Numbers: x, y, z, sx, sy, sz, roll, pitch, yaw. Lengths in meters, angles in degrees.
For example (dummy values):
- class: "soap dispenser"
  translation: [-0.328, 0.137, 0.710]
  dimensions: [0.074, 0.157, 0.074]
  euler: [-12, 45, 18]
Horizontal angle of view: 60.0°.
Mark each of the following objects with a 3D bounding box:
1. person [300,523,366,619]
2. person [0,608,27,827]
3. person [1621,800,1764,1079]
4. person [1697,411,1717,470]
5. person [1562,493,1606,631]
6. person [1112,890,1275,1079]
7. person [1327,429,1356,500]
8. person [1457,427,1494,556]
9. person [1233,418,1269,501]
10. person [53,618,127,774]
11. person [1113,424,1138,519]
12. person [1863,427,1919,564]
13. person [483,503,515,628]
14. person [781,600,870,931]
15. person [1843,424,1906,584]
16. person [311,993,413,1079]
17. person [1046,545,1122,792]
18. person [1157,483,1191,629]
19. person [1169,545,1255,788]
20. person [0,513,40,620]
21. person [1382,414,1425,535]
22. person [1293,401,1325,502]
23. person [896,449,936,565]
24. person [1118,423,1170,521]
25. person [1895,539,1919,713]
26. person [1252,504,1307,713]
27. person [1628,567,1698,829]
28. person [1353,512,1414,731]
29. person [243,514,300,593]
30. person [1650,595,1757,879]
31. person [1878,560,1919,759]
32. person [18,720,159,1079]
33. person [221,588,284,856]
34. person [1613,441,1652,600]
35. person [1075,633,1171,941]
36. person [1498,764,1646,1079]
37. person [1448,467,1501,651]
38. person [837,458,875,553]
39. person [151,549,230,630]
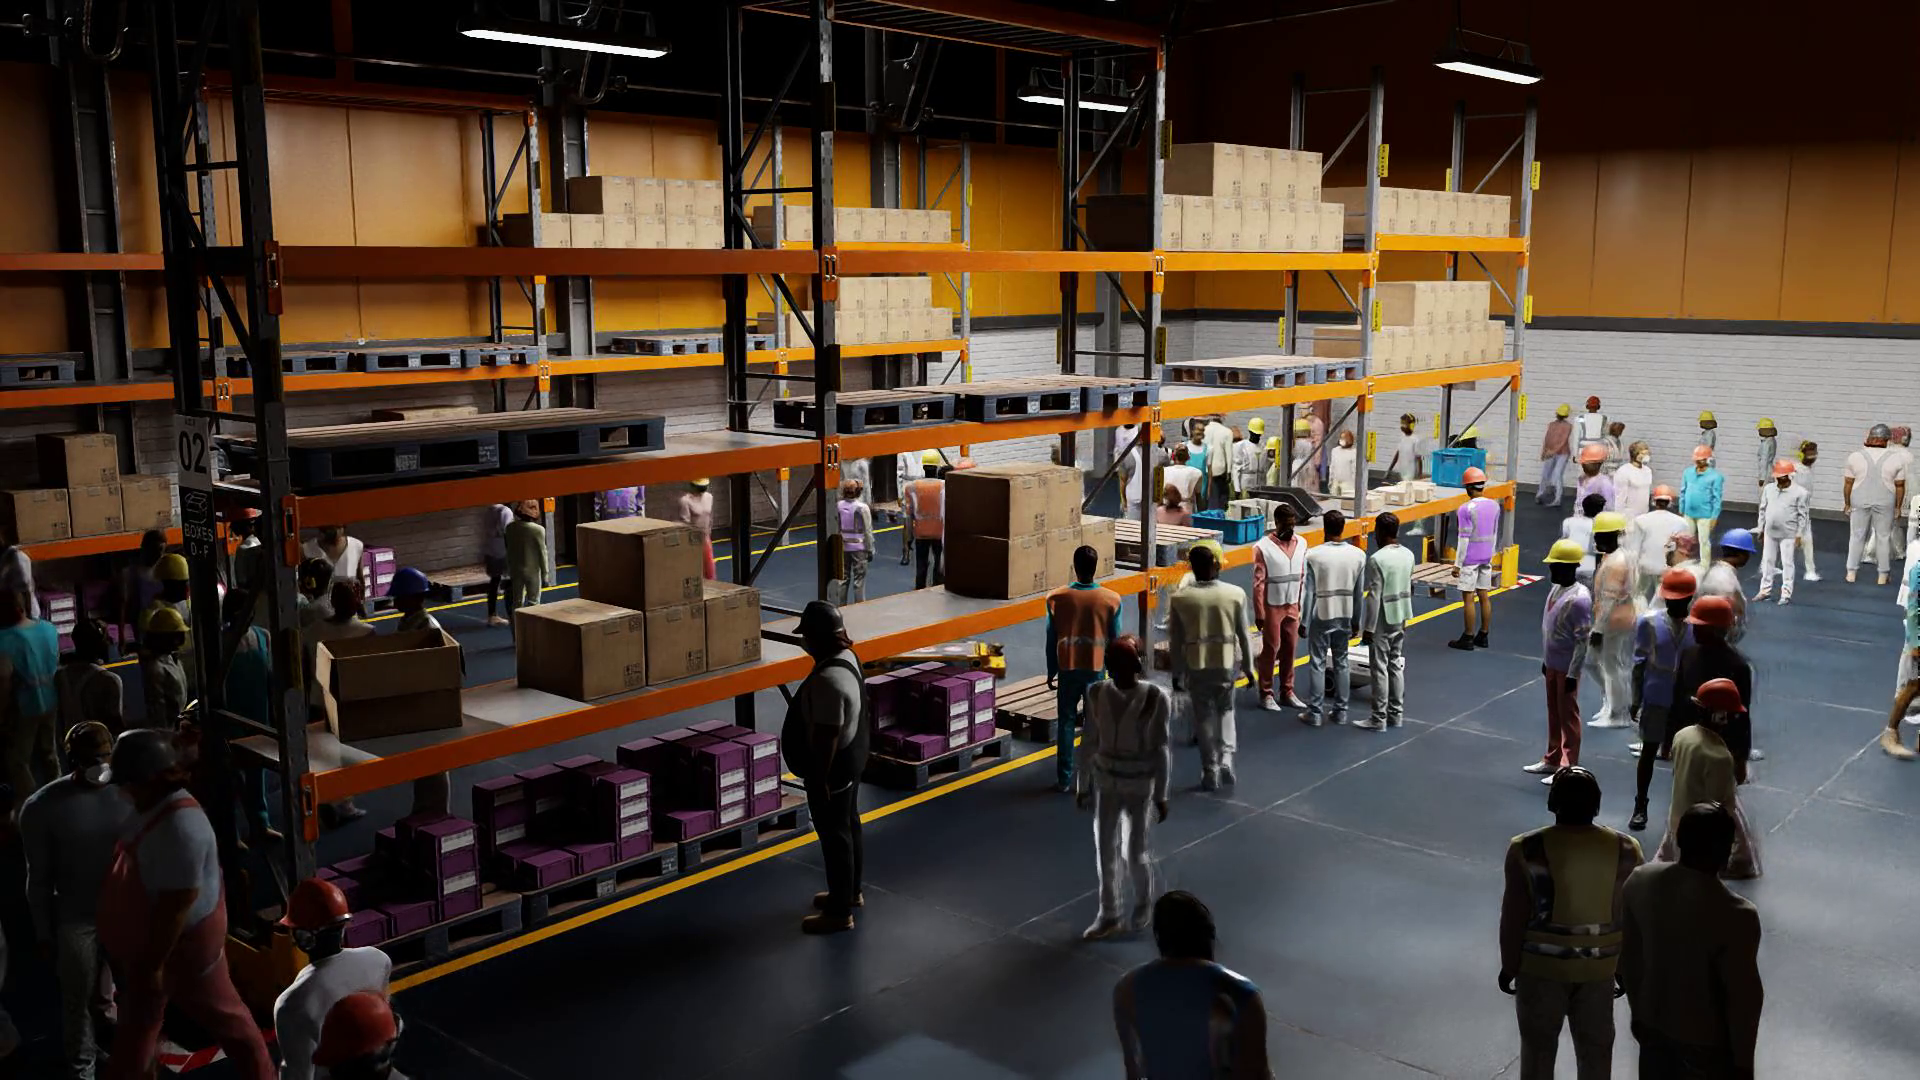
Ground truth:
- class: "person"
  translation: [-5.763, 0.607, 15.337]
  dimensions: [0.565, 1.819, 0.461]
  euler: [-5, 11, -30]
- class: "person"
  translation: [-6.987, 1.096, 11.934]
  dimensions: [0.710, 1.969, 0.865]
  euler: [0, 10, -1]
- class: "person"
  translation: [2.946, 1.990, 6.722]
  dimensions: [0.373, 1.935, 0.628]
  euler: [-5, 11, -27]
- class: "person"
  translation: [11.697, -1.161, 26.129]
  dimensions: [0.322, 1.736, 0.486]
  euler: [4, 10, 22]
- class: "person"
  translation: [6.589, 0.305, 17.616]
  dimensions: [0.524, 1.641, 0.800]
  euler: [9, 13, 42]
- class: "person"
  translation: [0.899, 2.171, 6.084]
  dimensions: [0.700, 1.789, 0.789]
  euler: [6, 11, 31]
- class: "person"
  translation: [5.630, -0.824, 24.448]
  dimensions: [0.486, 1.618, 0.528]
  euler: [-8, 12, -39]
- class: "person"
  translation: [6.858, -0.562, 22.109]
  dimensions: [0.597, 1.881, 0.610]
  euler: [0, 10, -2]
- class: "person"
  translation: [4.063, -0.745, 23.104]
  dimensions: [0.584, 1.917, 0.385]
  euler: [-4, 11, -25]
- class: "person"
  translation: [-5.451, 1.403, 10.510]
  dimensions: [0.502, 1.839, 0.344]
  euler: [3, 10, 19]
- class: "person"
  translation: [2.562, -1.087, 25.145]
  dimensions: [0.388, 1.917, 0.596]
  euler: [-8, 13, -41]
- class: "person"
  translation: [12.633, -0.592, 22.368]
  dimensions: [0.976, 1.854, 0.678]
  euler: [-1, 10, -5]
- class: "person"
  translation: [-5.082, 0.143, 18.468]
  dimensions: [0.345, 1.692, 0.551]
  euler: [-9, 13, -42]
- class: "person"
  translation: [-0.830, 1.353, 10.210]
  dimensions: [0.535, 2.000, 0.682]
  euler: [1, 10, 6]
- class: "person"
  translation: [11.583, -0.471, 21.095]
  dimensions: [0.688, 2.000, 0.535]
  euler: [6, 11, 32]
- class: "person"
  translation: [-1.917, 2.295, 5.569]
  dimensions: [0.566, 1.709, 0.904]
  euler: [5, 11, 29]
- class: "person"
  translation: [0.945, 0.996, 12.749]
  dimensions: [0.584, 1.911, 0.391]
  euler: [0, 10, 2]
- class: "person"
  translation: [2.347, 0.168, 18.574]
  dimensions: [0.521, 1.632, 0.476]
  euler: [9, 13, 42]
- class: "person"
  translation: [1.941, 0.986, 12.844]
  dimensions: [0.654, 1.888, 0.442]
  euler: [0, 10, 1]
- class: "person"
  translation: [-8.291, 0.676, 14.536]
  dimensions: [0.642, 1.934, 0.476]
  euler: [4, 10, 24]
- class: "person"
  translation: [6.529, -0.945, 24.582]
  dimensions: [0.940, 1.820, 0.521]
  euler: [-2, 10, -13]
- class: "person"
  translation: [5.519, -1.297, 26.494]
  dimensions: [0.403, 1.895, 0.663]
  euler: [-5, 11, -26]
- class: "person"
  translation: [-0.579, -0.616, 22.298]
  dimensions: [0.542, 1.928, 0.374]
  euler: [-1, 10, -3]
- class: "person"
  translation: [2.418, -0.545, 21.537]
  dimensions: [0.676, 2.000, 0.536]
  euler: [4, 10, 22]
- class: "person"
  translation: [8.713, 0.645, 15.050]
  dimensions: [0.382, 1.837, 0.565]
  euler: [1, 10, 5]
- class: "person"
  translation: [2.891, 0.605, 15.080]
  dimensions: [0.601, 1.908, 0.400]
  euler: [-6, 11, -31]
- class: "person"
  translation: [5.059, 1.137, 11.821]
  dimensions: [0.551, 1.929, 0.376]
  euler: [4, 10, 20]
- class: "person"
  translation: [3.724, 0.709, 14.461]
  dimensions: [0.395, 1.909, 0.598]
  euler: [9, 13, 44]
- class: "person"
  translation: [-6.128, 0.674, 14.813]
  dimensions: [0.508, 1.860, 0.334]
  euler: [0, 10, 0]
- class: "person"
  translation: [4.840, 1.303, 10.811]
  dimensions: [1.009, 1.945, 0.637]
  euler: [-1, 10, -8]
- class: "person"
  translation: [7.937, 0.806, 13.547]
  dimensions: [0.667, 2.014, 0.548]
  euler: [-4, 10, -22]
- class: "person"
  translation: [-4.094, 1.791, 7.941]
  dimensions: [0.622, 1.932, 0.367]
  euler: [-7, 12, -37]
- class: "person"
  translation: [-4.951, 1.234, 11.503]
  dimensions: [0.347, 1.846, 0.505]
  euler: [6, 11, 31]
- class: "person"
  translation: [8.065, -0.224, 19.929]
  dimensions: [0.630, 1.940, 0.373]
  euler: [-7, 12, -36]
- class: "person"
  translation: [0.962, 1.477, 9.937]
  dimensions: [0.611, 1.871, 0.402]
  euler: [6, 11, 33]
- class: "person"
  translation: [2.723, 1.908, 7.490]
  dimensions: [0.627, 1.844, 0.429]
  euler: [0, 10, 1]
- class: "person"
  translation: [5.376, 0.197, 17.448]
  dimensions: [0.543, 1.928, 0.373]
  euler: [-6, 11, -30]
- class: "person"
  translation: [-1.454, -0.577, 22.754]
  dimensions: [0.509, 1.695, 0.898]
  euler: [9, 13, 42]
- class: "person"
  translation: [-6.022, 0.980, 13.046]
  dimensions: [0.430, 1.839, 0.619]
  euler: [9, 13, 44]
